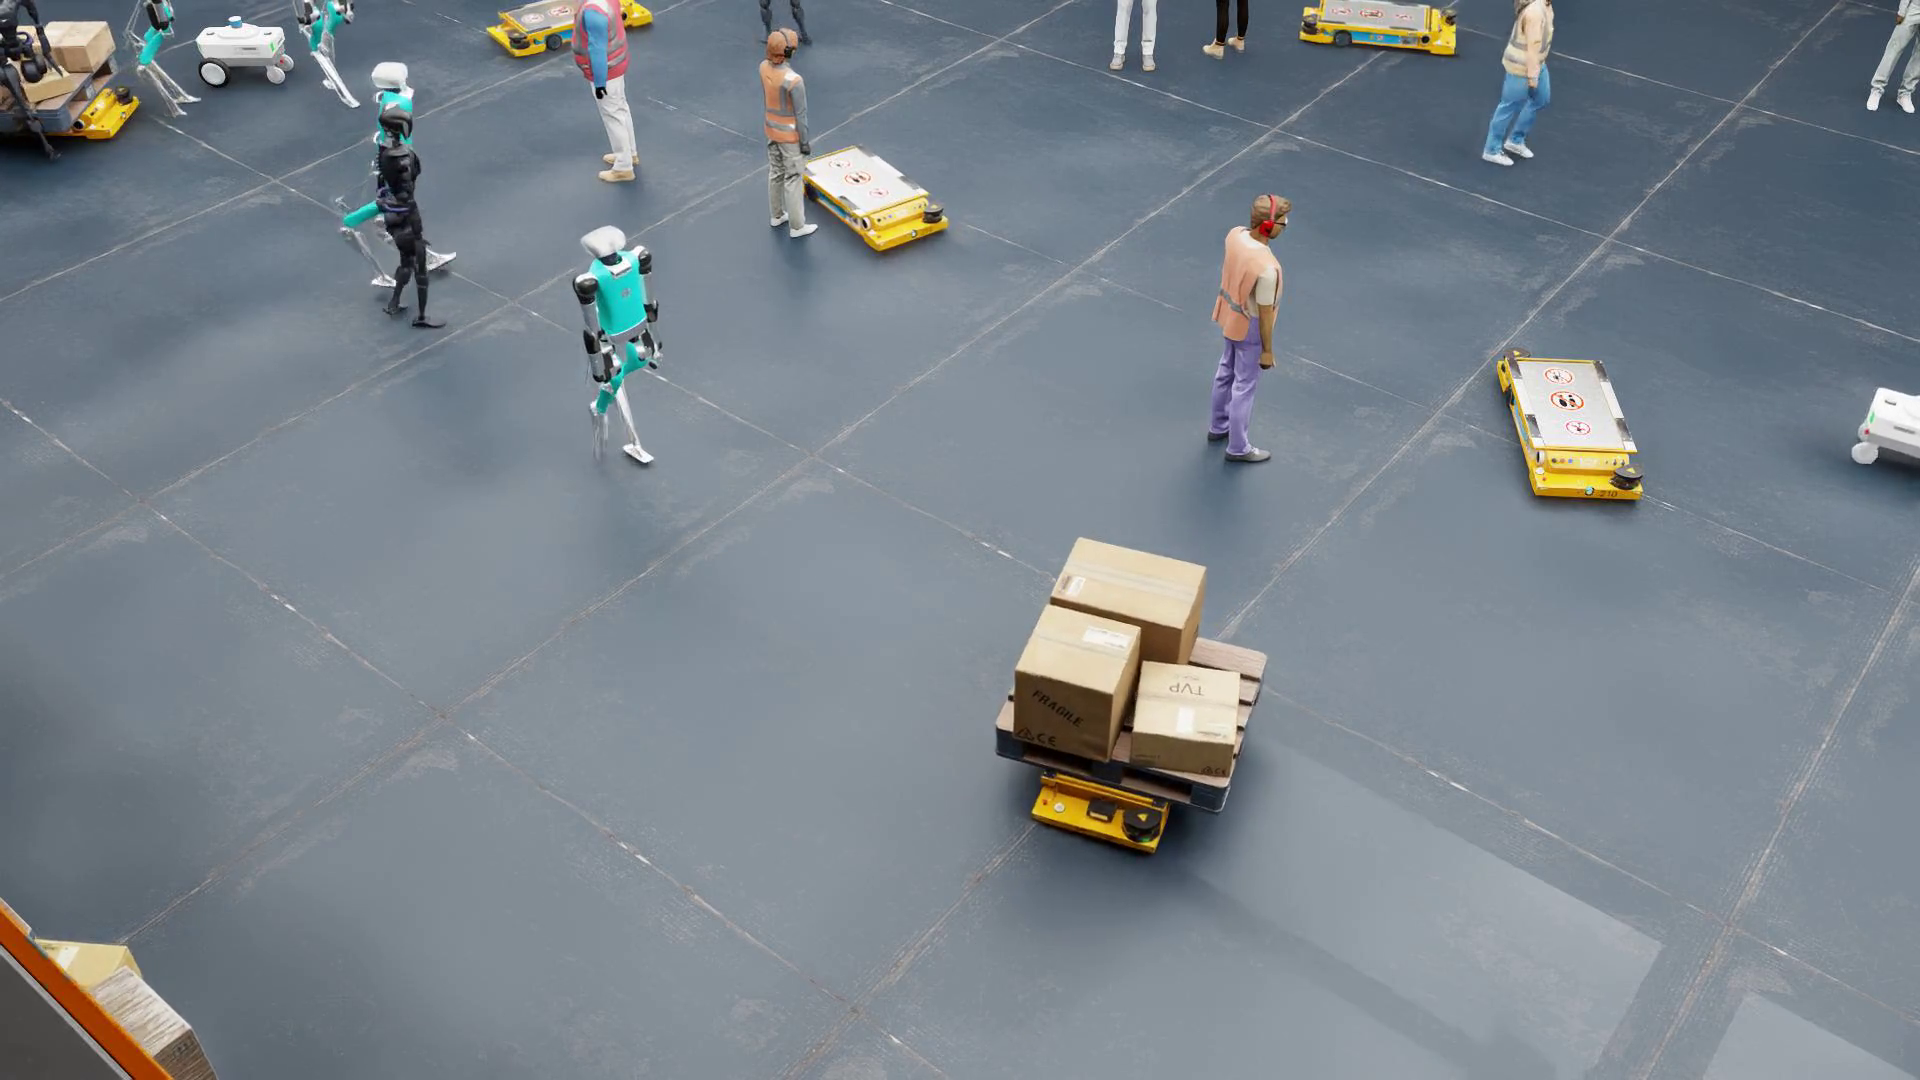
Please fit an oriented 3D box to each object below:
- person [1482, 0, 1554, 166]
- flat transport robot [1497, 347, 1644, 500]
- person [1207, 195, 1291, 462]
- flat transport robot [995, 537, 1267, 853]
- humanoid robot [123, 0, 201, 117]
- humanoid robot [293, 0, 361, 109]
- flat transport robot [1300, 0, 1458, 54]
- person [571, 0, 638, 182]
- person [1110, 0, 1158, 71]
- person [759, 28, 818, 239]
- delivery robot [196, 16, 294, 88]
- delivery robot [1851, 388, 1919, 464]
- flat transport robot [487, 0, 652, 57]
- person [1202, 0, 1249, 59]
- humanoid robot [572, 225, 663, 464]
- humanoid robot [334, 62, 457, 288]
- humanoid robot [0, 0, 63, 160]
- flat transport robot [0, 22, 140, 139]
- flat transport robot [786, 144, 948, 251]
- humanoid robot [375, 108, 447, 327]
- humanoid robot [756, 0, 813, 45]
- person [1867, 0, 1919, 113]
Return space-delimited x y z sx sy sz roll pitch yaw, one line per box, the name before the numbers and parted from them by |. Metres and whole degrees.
person | 4.630 -3.824 13.462 0.522 1.708 0.493 21 45 23
flat transport robot | 4.017 -0.785 11.001 0.659 0.231 1.431 3 40 3
person | 1.787 -1.316 10.416 0.389 1.837 0.562 -12 42 -13
flat transport robot | 0.916 1.015 8.884 0.659 0.231 1.431 13 42 15
humanoid robot | -6.981 -4.485 14.239 0.644 1.820 0.531 -12 42 -14
humanoid robot | -5.628 -4.650 14.464 0.534 1.844 0.826 -31 49 -32
flat transport robot | 3.990 -4.905 15.848 1.431 0.231 0.659 9 41 10
person | -2.863 -3.775 13.316 0.431 1.838 0.629 -1 40 -2
person | 1.619 -5.139 14.877 0.574 1.884 0.356 3 40 4
person | -1.322 -3.088 12.659 0.314 1.629 0.506 -27 47 -28
delivery robot | -6.520 -4.436 15.091 0.808 0.614 0.499 0 40 0
delivery robot | 6.193 -0.677 10.652 0.795 0.592 0.499 22 45 24
flat transport robot | -3.745 -4.988 15.946 1.431 0.231 0.659 -25 46 -27
person | 2.487 -5.233 15.131 0.532 1.696 0.319 -21 45 -23
humanoid robot | -2.204 -1.159 10.397 0.722 1.912 0.548 31 49 32
humanoid robot | -4.214 -2.577 11.967 0.858 1.737 0.548 -4 41 -5
humanoid robot | -7.733 -3.924 13.640 0.588 1.619 0.728 -29 48 -30
flat transport robot | -7.982 -3.710 14.442 1.431 0.231 0.659 0 40 0
flat transport robot | -0.766 -2.776 13.344 0.659 0.231 1.431 -24 46 -26
humanoid robot | -3.934 -2.239 11.627 0.483 1.636 0.609 -21 45 -23
humanoid robot | -1.691 -5.331 15.272 0.502 1.648 0.591 30 49 31
person | 8.290 -4.509 14.250 0.484 1.735 0.305 7 41 8
